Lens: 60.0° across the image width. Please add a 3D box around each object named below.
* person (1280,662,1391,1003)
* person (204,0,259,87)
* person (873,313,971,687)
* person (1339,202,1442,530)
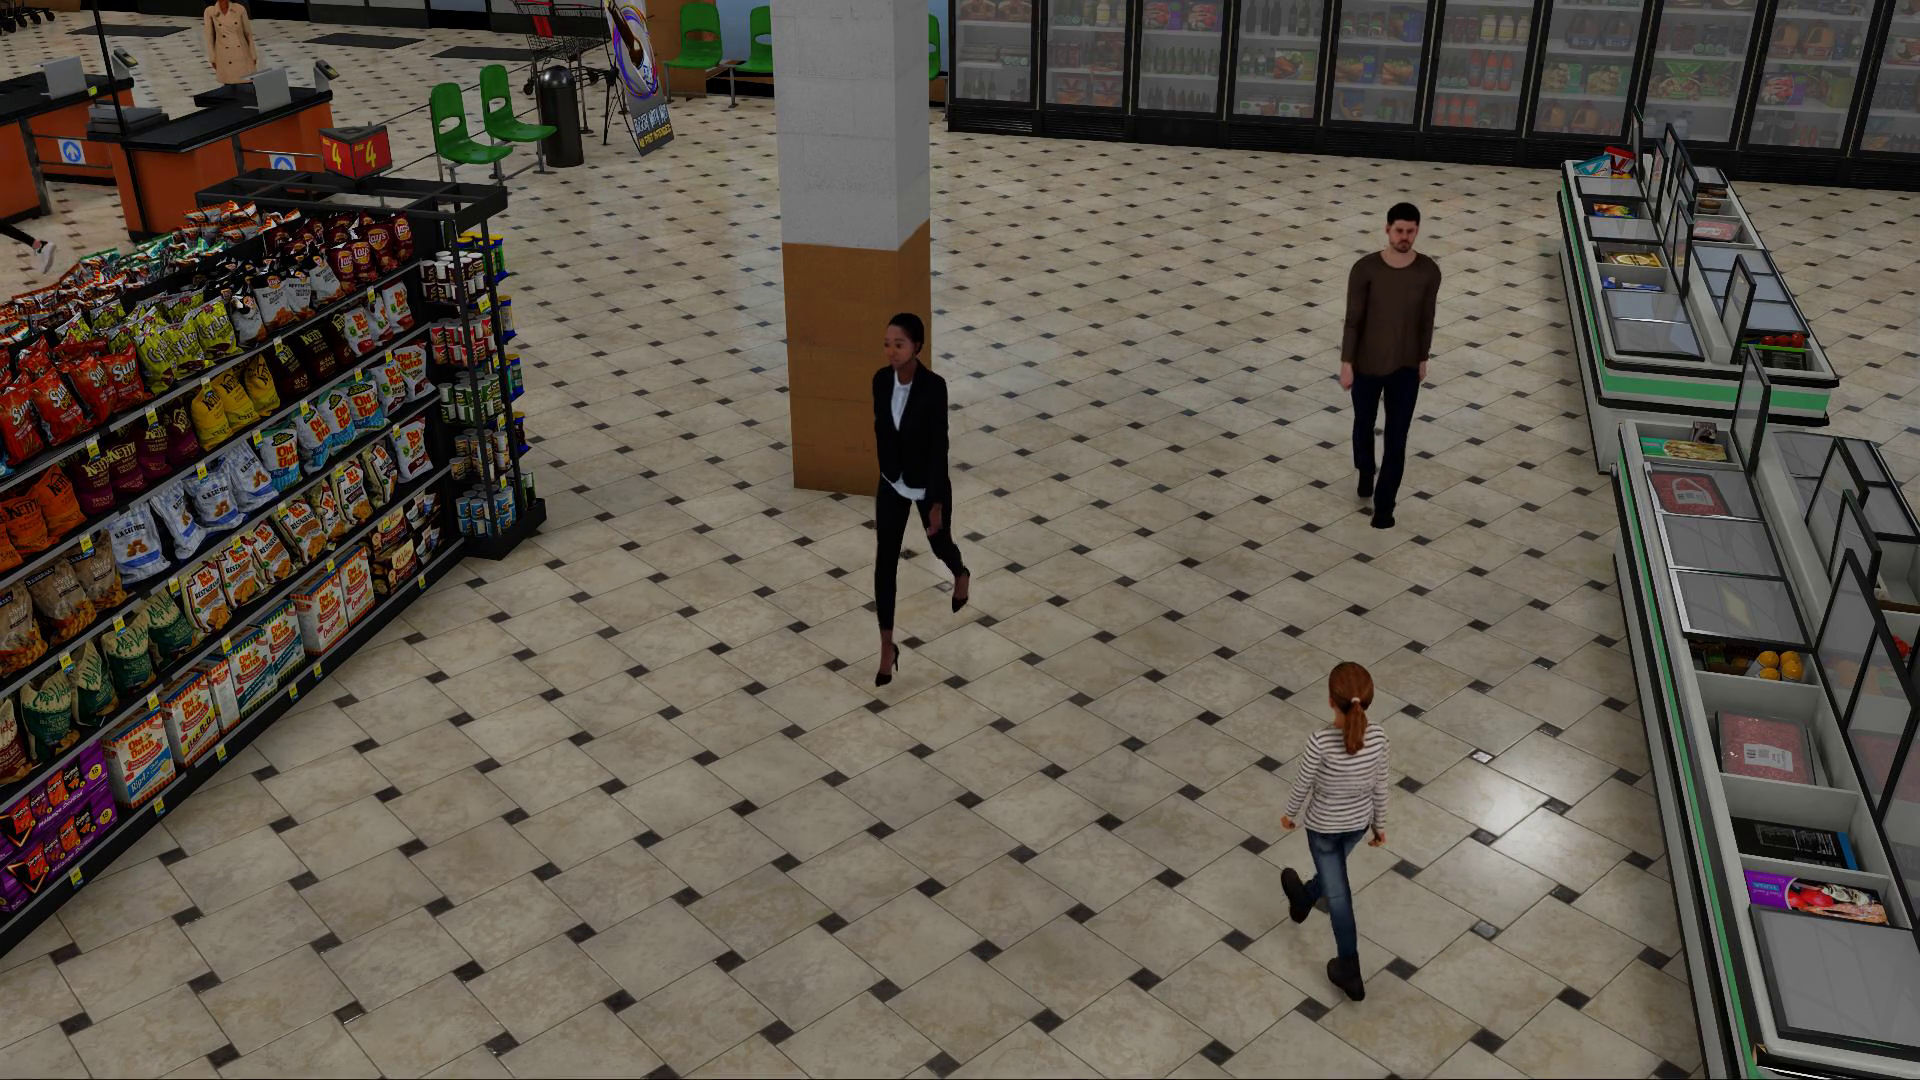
[{"bbox_3d":[1.400,1.085,6.035,0.752,1.285,0.961,-6,27,-11],"label":"person"},{"bbox_3d":[-7.871,-5.221,18.032,0.719,1.682,0.741,-10,29,-20],"label":"person"},{"bbox_3d":[-0.163,-0.224,8.062,0.701,1.787,1.206,11,29,21],"label":"person"},{"bbox_3d":[2.445,-1.027,9.594,0.707,1.835,1.155,5,27,10],"label":"person"}]
